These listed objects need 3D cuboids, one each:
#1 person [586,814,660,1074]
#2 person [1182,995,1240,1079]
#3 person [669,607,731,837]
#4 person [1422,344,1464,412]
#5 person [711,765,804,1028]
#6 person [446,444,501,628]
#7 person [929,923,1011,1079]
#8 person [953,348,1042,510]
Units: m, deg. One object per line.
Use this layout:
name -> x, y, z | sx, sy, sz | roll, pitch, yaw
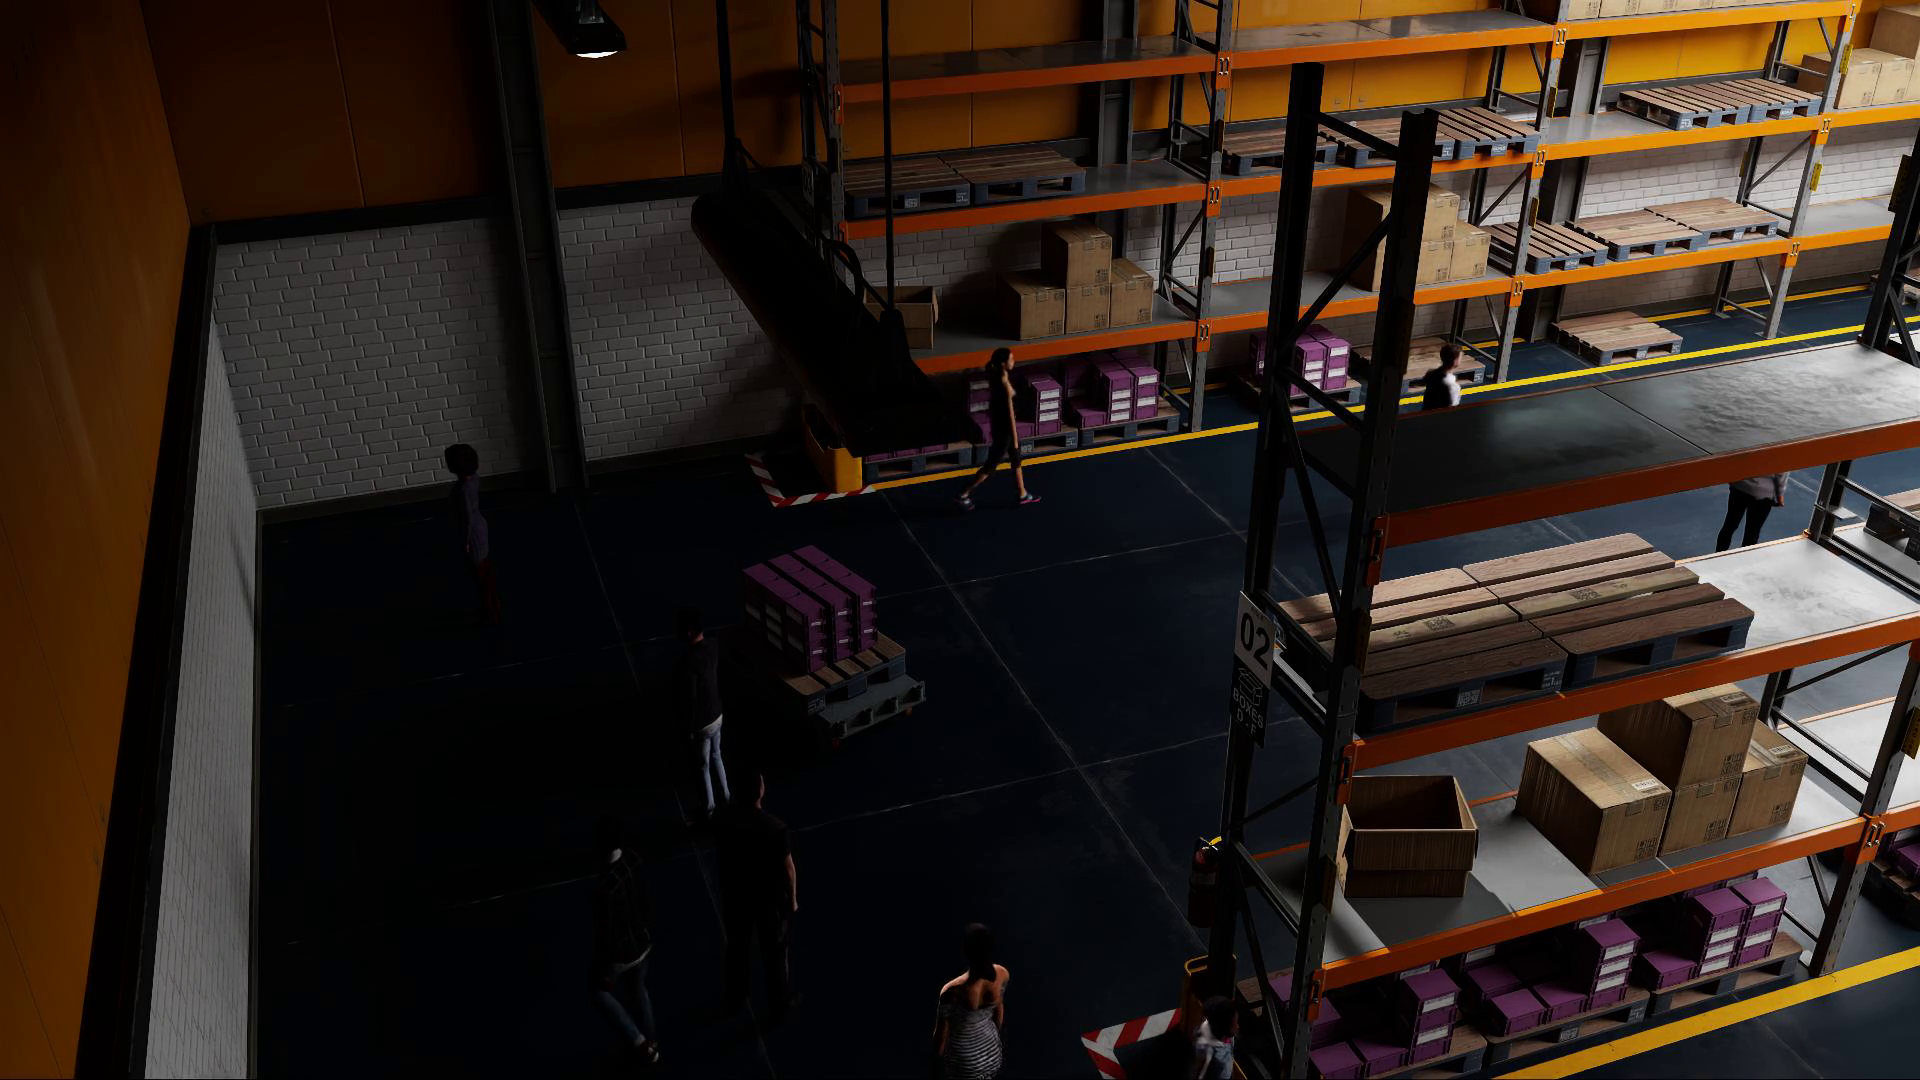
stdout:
person -> -1.895, 2.423, 9.825 | 0.901, 1.798, 0.838 | 12, 31, 21
person -> 1.333, 3.008, 9.335 | 0.879, 1.241, 0.820 | 14, 31, 24
person -> -1.836, 1.287, 11.875 | 0.743, 1.830, 0.727 | 7, 29, 12
person -> 4.539, -1.019, 16.115 | 1.175, 1.817, 0.704 | -12, 31, -21
person -> -1.262, 2.181, 10.222 | 0.775, 1.844, 0.843 | 12, 31, 20
person -> -4.226, -0.049, 14.448 | 0.615, 1.710, 0.650 | -1, 29, -2
person -> 0.117, 2.891, 8.969 | 0.828, 1.797, 0.810 | -20, 34, -32
person -> 0.326, -1.040, 16.291 | 1.160, 1.686, 0.655 | -7, 29, -13
